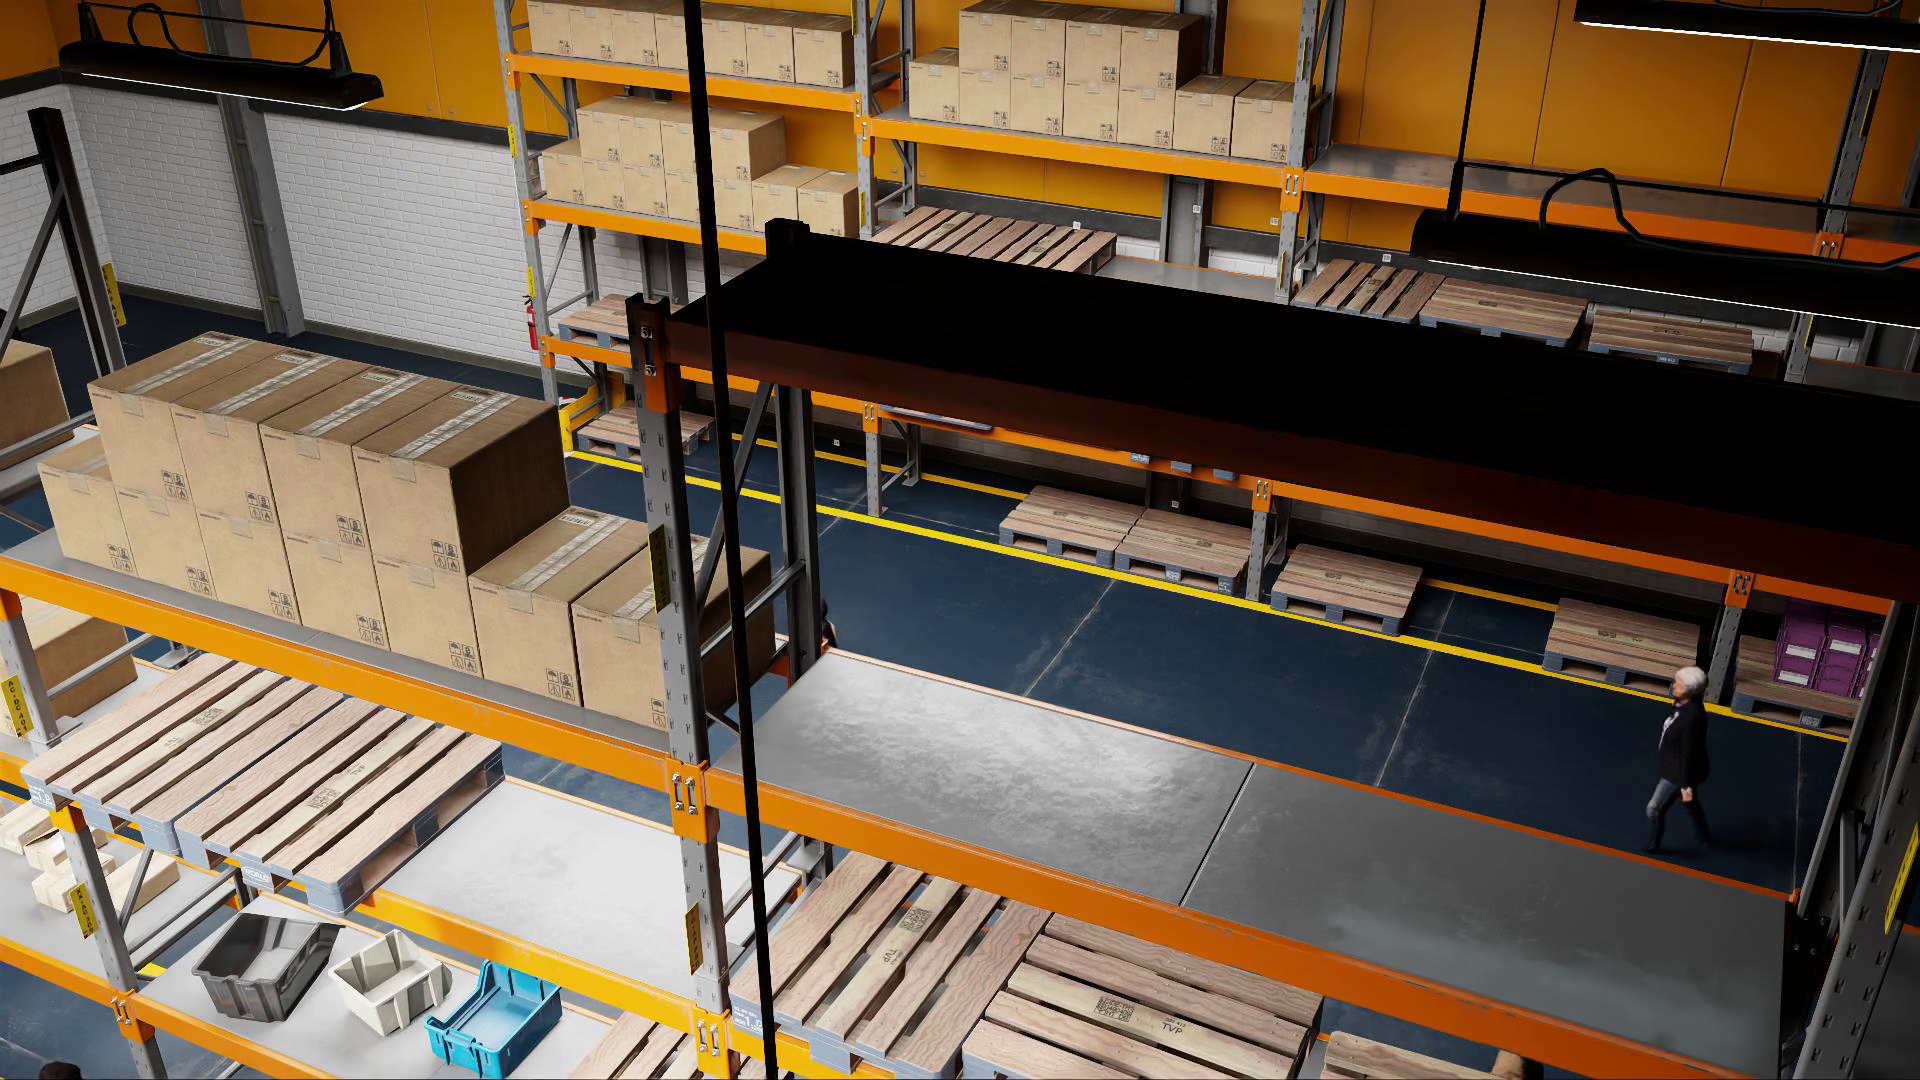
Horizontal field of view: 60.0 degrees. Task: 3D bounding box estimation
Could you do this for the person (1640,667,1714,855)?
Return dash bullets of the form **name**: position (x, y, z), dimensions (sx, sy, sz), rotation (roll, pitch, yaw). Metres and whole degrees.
- **person**: position (5.304, 1.717, 12.115), dimensions (0.823, 1.742, 0.770), rotation (15, 32, 26)
